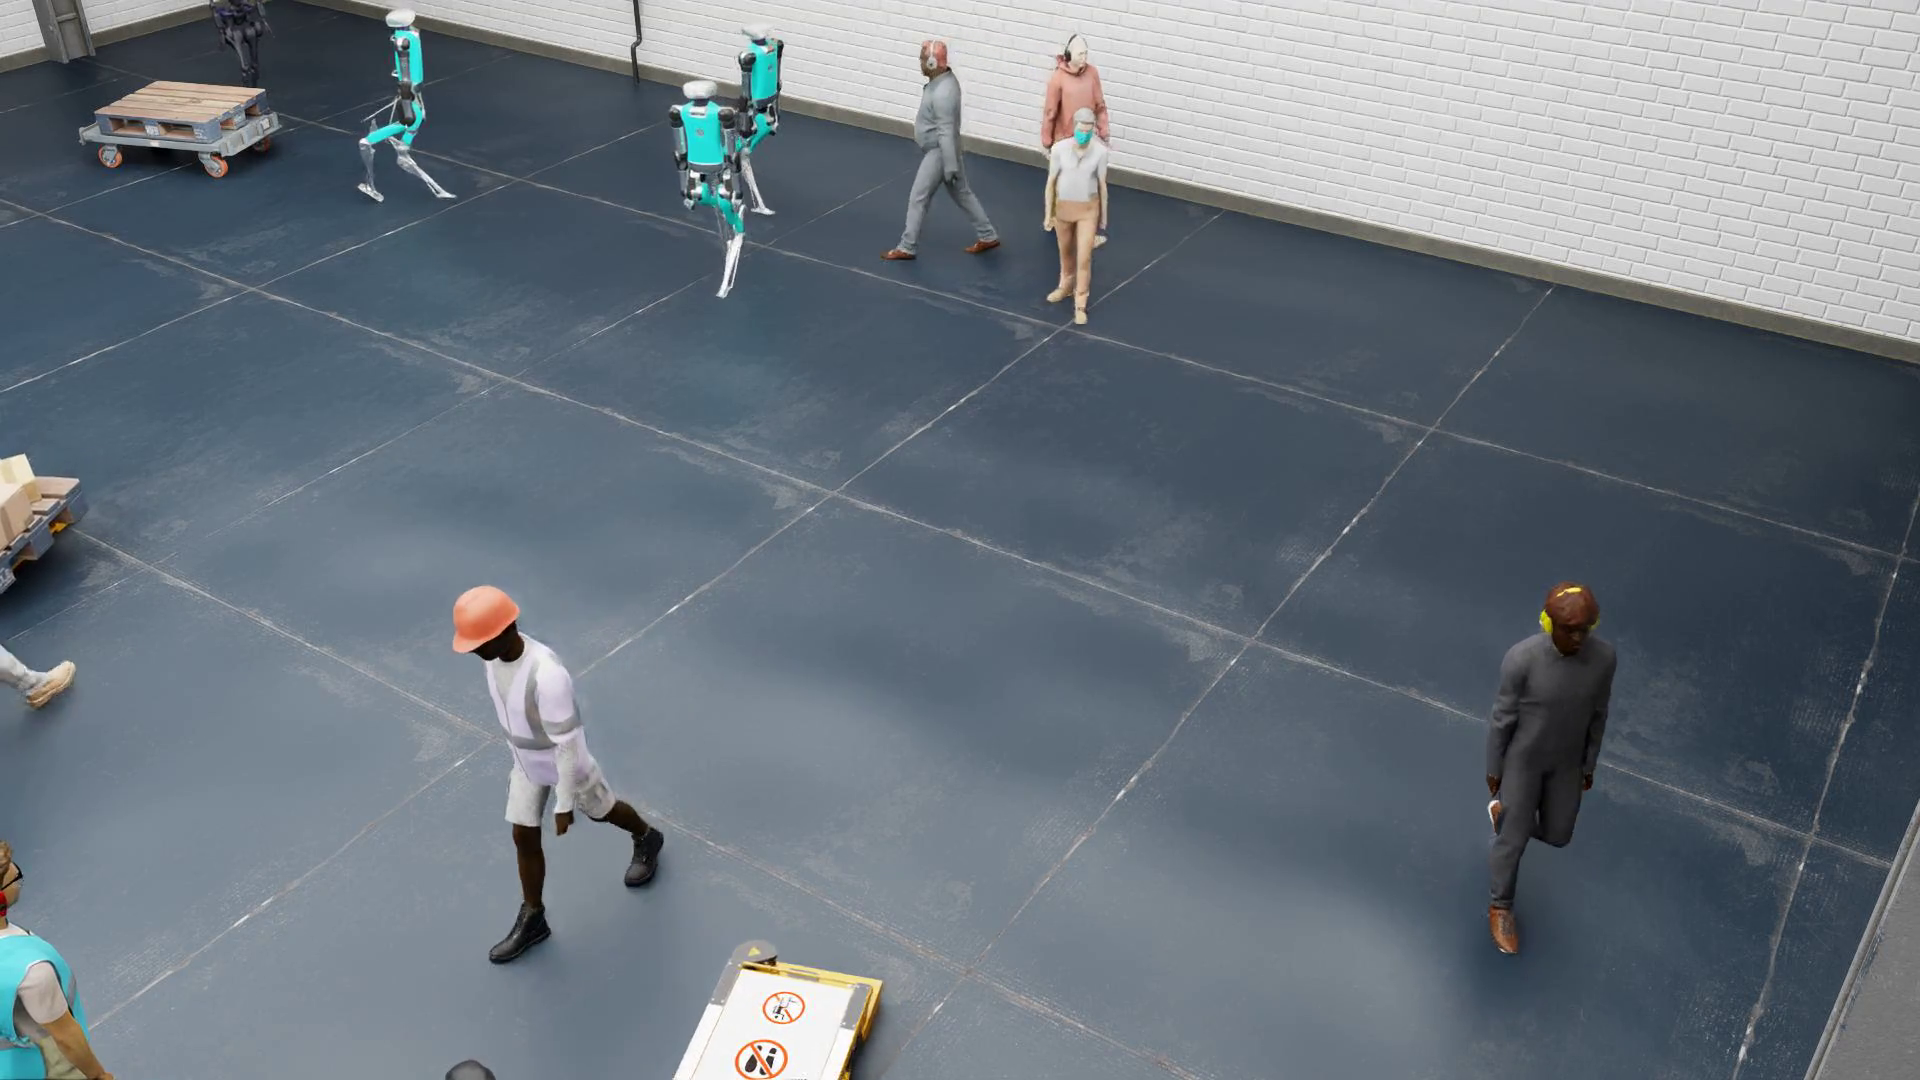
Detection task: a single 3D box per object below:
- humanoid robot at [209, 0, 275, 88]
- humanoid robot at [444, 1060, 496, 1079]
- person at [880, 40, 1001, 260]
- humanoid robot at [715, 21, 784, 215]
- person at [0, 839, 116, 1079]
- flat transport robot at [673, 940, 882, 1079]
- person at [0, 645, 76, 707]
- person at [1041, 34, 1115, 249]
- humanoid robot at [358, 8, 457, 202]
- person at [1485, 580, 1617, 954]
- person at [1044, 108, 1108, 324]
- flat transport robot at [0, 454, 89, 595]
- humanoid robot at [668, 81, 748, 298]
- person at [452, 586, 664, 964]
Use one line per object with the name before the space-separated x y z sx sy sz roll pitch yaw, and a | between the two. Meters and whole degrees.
humanoid robot | -7.445 -5.342 17.281 0.574 1.641 0.585 27 41 35
humanoid robot | -1.428 2.287 5.400 0.362 1.639 0.595 28 42 36
person | -0.129 -3.220 13.808 1.008 1.858 0.640 3 33 4
humanoid robot | -1.954 -3.702 14.726 0.862 1.833 0.531 18 37 26
person | -3.290 1.831 5.950 0.569 1.841 0.377 16 36 23
flat transport robot | -0.819 2.252 6.752 0.659 0.231 1.431 7 33 11
person | -5.189 0.211 8.479 0.482 1.825 0.929 15 36 22
person | 1.011 -3.383 14.116 0.528 1.782 0.995 -20 38 -28
humanoid robot | -5.175 -3.853 14.945 1.012 1.781 0.531 -3 33 -4
person | 2.540 0.933 7.340 0.504 1.853 0.626 -3 33 -5
person | 0.908 -2.571 12.939 0.480 1.709 0.638 6 33 9
flat transport robot | -6.057 0.133 10.049 0.659 0.231 1.431 3 33 5
humanoid robot | -1.941 -2.945 13.500 0.545 1.771 0.949 5 33 8
person | -1.759 0.935 7.336 0.621 1.882 0.970 22 39 30
